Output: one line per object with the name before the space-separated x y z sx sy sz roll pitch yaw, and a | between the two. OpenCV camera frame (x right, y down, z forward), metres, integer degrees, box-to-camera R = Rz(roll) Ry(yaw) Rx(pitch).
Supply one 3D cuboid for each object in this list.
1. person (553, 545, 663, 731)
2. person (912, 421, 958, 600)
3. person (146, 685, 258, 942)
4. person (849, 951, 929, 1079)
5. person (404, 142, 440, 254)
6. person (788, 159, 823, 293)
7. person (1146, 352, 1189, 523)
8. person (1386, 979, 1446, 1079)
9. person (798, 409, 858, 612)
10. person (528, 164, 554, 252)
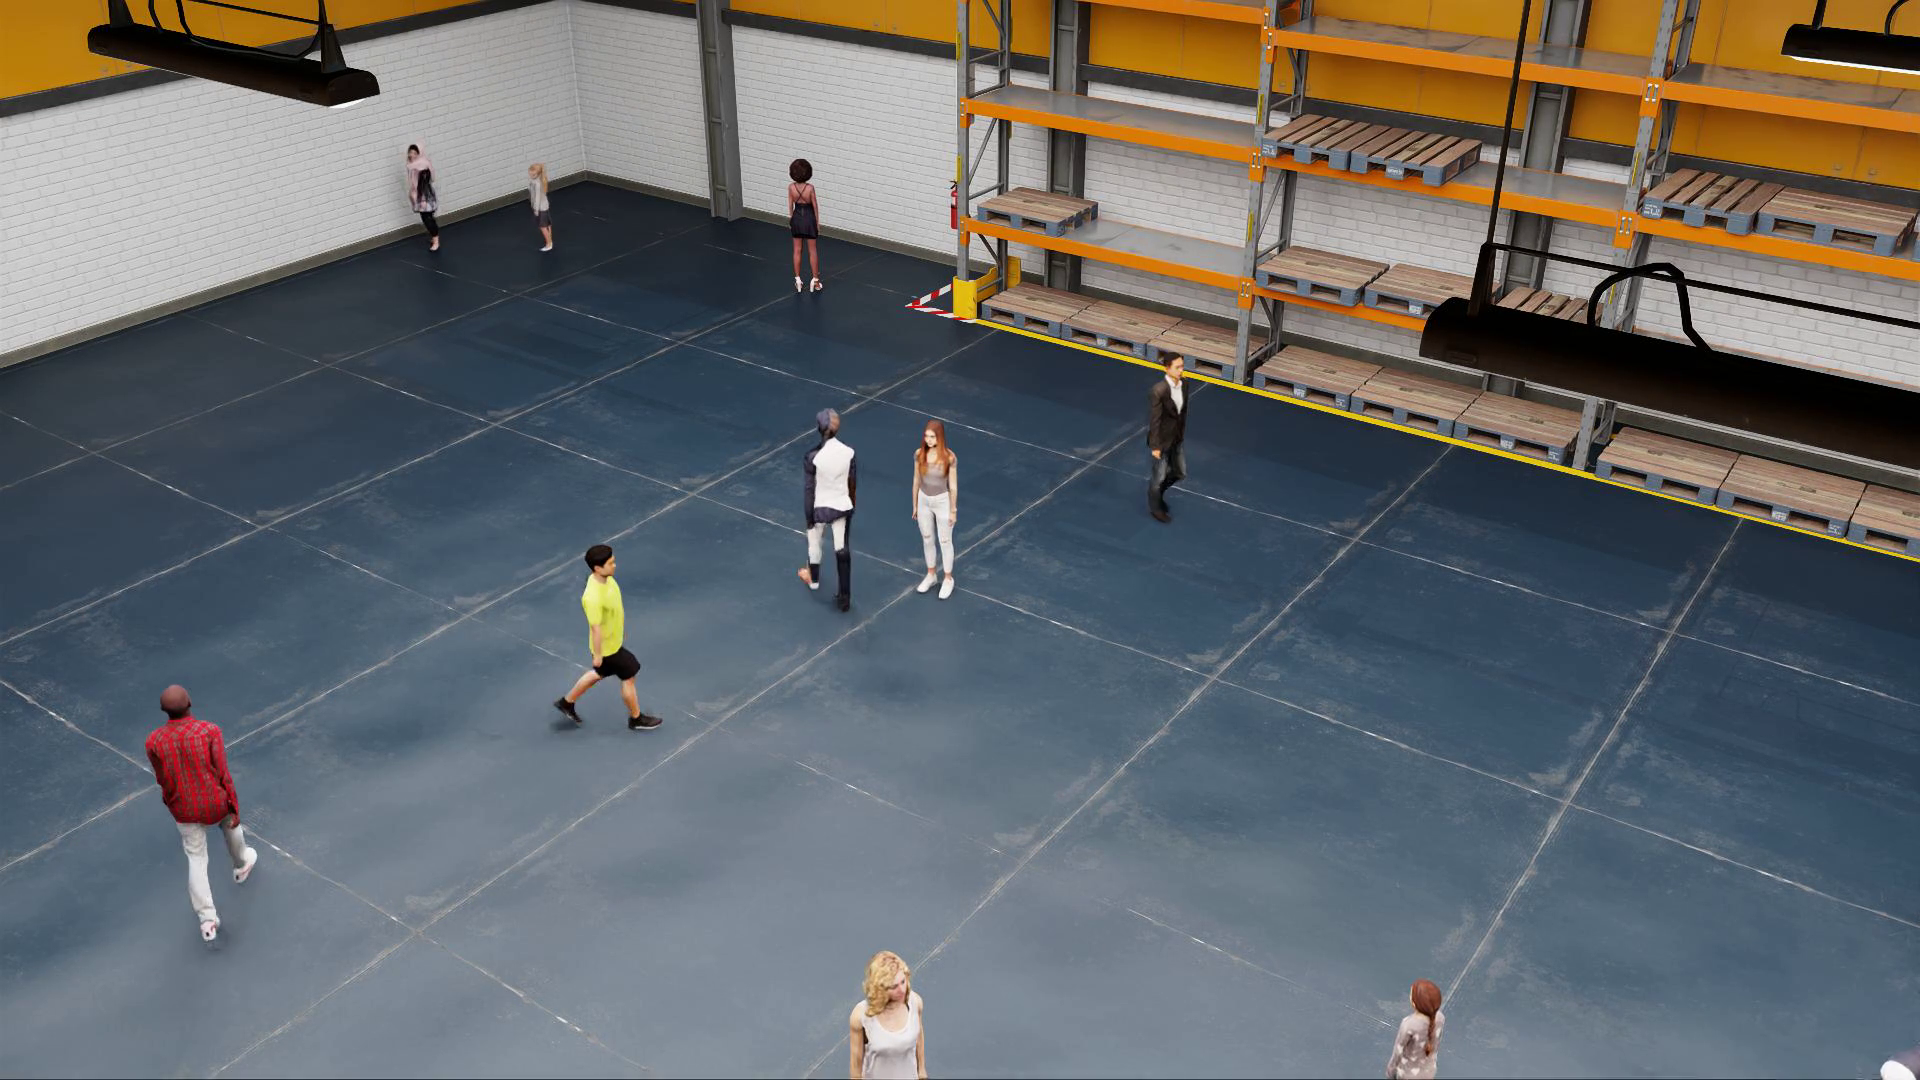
person | -2.865 0.793 13.093 1.129 1.672 1.056 -4 29 -7
person | -0.214 -0.306 15.060 0.531 1.717 0.682 11 31 19
person | -5.073 1.821 11.091 1.184 1.784 1.276 -6 29 -11
person | -0.388 2.934 9.170 0.687 1.670 0.701 -12 31 -21
person | -7.587 -4.883 23.577 0.941 1.597 0.731 -11 31 -20
person | -2.067 -4.170 22.069 0.595 1.790 0.694 5 29 9
person | 1.955 -1.033 16.317 0.791 1.791 0.787 -20 35 -33
person | 2.607 3.009 9.529 0.546 1.195 0.582 -12 31 -21
person | -1.114 -0.222 14.757 0.995 1.861 1.126 -13 31 -23
person | -5.968 -4.792 23.765 0.747 1.256 0.691 2 29 3
